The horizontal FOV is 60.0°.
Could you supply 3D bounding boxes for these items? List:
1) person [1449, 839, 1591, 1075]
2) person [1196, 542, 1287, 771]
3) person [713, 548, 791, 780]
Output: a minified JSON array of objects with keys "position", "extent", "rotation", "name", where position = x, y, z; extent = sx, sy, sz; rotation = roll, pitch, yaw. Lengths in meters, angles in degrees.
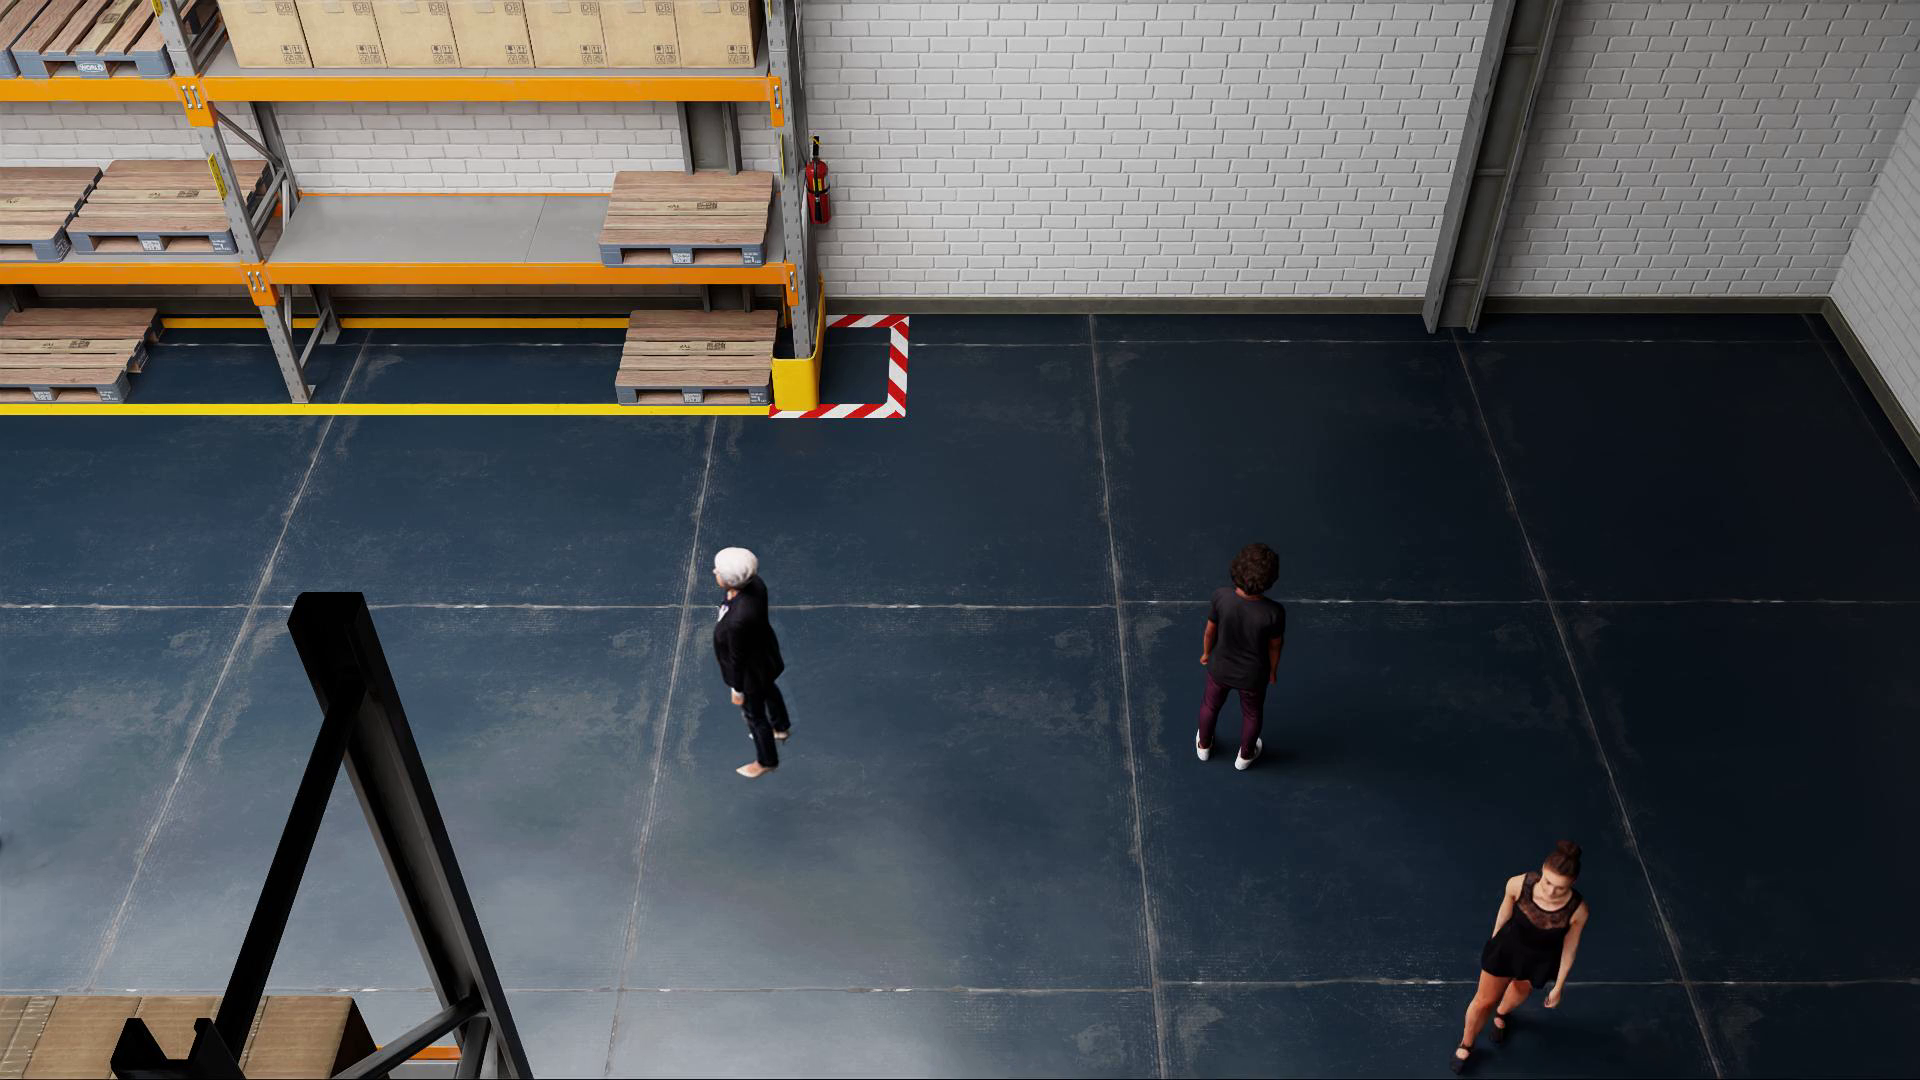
[{"position":[2.966,2.077,8.613],"extent":[0.799,1.663,0.813],"rotation":[18,47,18],"name":"person"},{"position":[1.676,0.709,9.961],"extent":[0.622,1.783,0.760],"rotation":[14,45,14],"name":"person"},{"position":[-1.153,0.647,9.240],"extent":[0.604,1.777,0.724],"rotation":[3,44,3],"name":"person"}]
